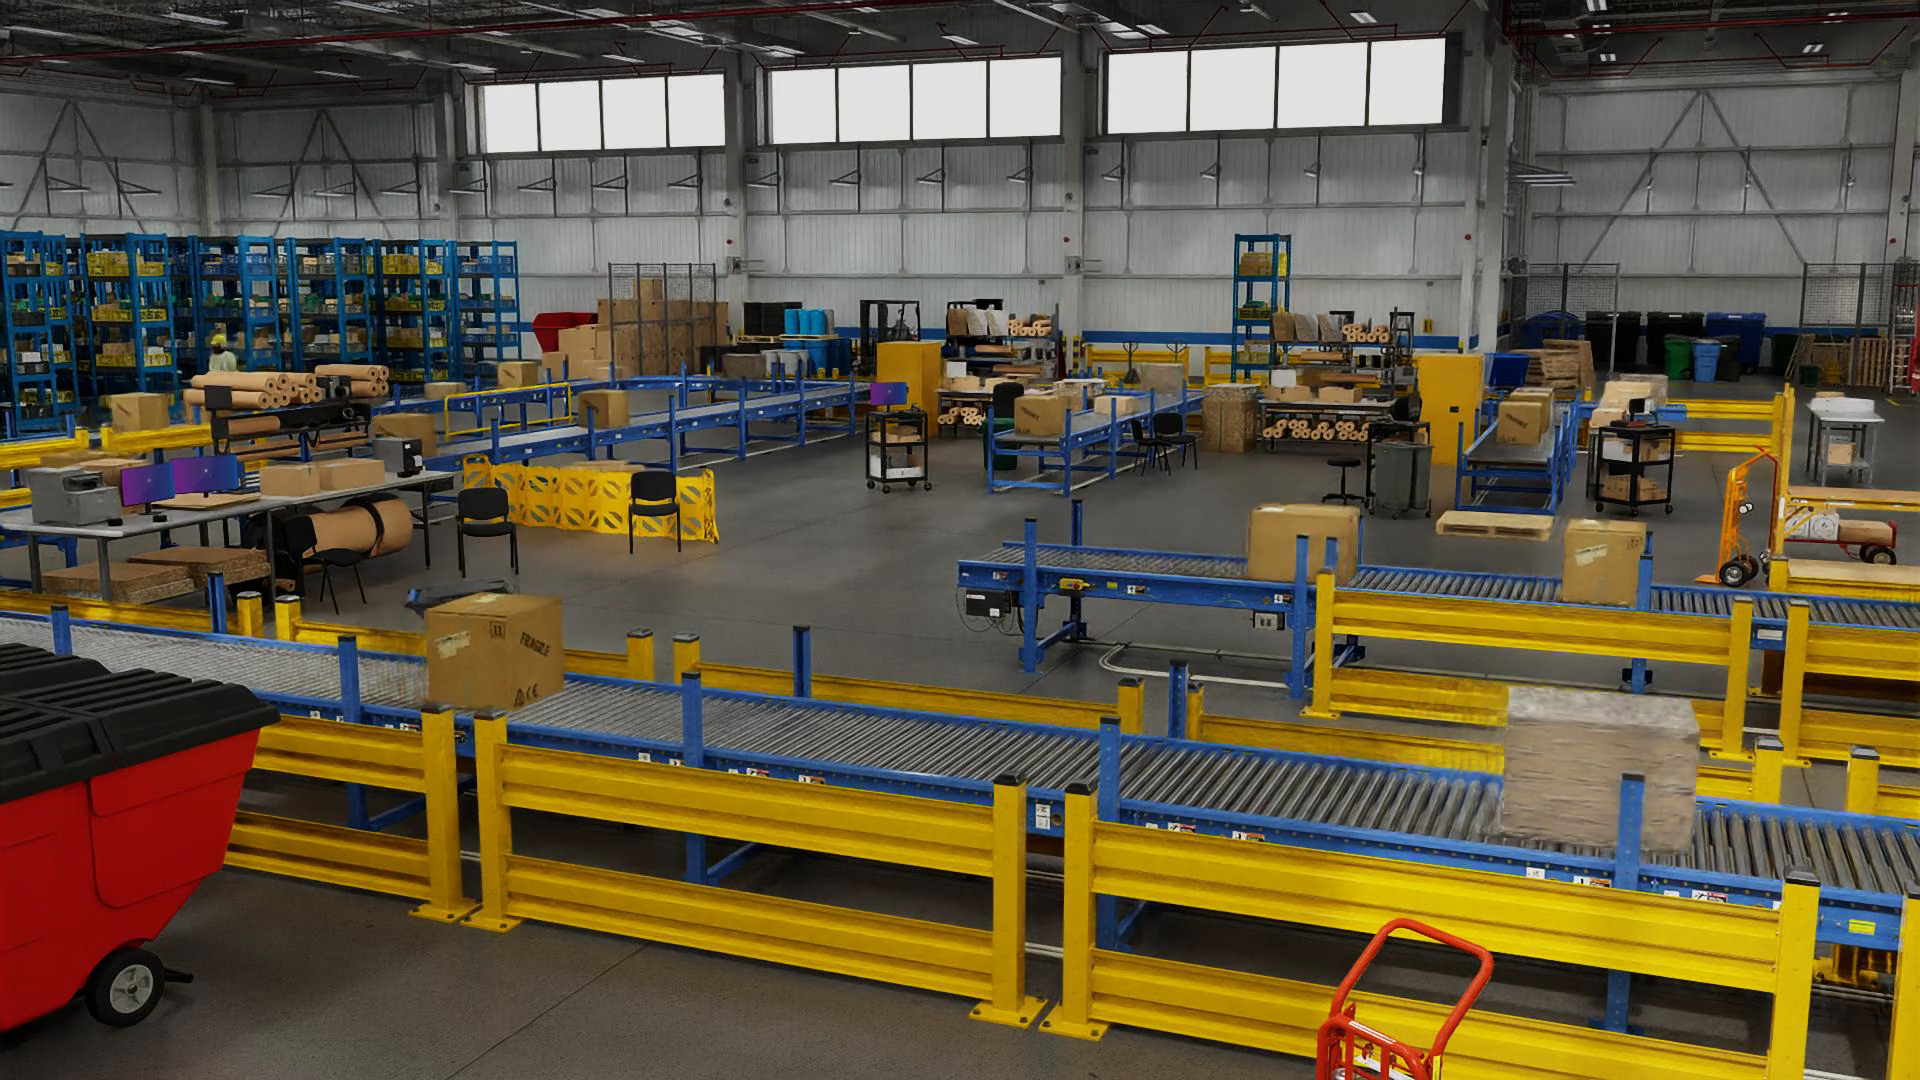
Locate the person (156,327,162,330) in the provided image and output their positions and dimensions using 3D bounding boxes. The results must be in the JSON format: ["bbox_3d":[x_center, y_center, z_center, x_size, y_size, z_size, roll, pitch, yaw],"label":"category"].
[{"bbox_3d":[-17.856,-3.991,37.110,0.578,1.830,0.408,-7,11,-34],"label":"person"}]

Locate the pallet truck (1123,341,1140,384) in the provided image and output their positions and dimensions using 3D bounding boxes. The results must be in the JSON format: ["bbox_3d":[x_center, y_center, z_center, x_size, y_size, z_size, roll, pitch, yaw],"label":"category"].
[{"bbox_3d":[4.445,-4.380,41.279,0.680,1.201,1.601,4,10,22],"label":"pallet truck"}]

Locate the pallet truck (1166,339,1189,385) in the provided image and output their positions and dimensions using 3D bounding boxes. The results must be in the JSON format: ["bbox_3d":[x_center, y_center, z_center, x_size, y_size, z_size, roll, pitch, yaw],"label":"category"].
[{"bbox_3d":[5.418,-4.269,40.420,0.704,1.261,1.522,3,10,20],"label":"pallet truck"}]

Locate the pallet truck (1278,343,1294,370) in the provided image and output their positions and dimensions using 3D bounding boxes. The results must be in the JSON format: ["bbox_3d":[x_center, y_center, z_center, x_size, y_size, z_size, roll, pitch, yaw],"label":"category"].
[{"bbox_3d":[7.886,-4.163,39.743,0.653,1.274,1.630,4,10,22],"label":"pallet truck"}]

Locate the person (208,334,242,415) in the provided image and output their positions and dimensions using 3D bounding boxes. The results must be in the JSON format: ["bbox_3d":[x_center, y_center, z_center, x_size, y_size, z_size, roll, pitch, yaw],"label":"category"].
[{"bbox_3d":[-13.171,-2.778,29.799,0.598,1.816,0.585,5,11,29],"label":"person"}]

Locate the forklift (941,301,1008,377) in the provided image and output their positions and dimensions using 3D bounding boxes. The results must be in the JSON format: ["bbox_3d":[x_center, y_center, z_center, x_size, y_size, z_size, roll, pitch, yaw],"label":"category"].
[{"bbox_3d":[0.365,-4.966,41.571,1.157,1.987,2.680,3,10,20],"label":"forklift"}]

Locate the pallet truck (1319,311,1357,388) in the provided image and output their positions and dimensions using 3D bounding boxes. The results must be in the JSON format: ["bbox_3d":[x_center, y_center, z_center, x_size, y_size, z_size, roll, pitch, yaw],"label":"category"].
[{"bbox_3d":[9.071,-4.419,39.190,0.823,1.965,1.885,5,10,26],"label":"pallet truck"}]

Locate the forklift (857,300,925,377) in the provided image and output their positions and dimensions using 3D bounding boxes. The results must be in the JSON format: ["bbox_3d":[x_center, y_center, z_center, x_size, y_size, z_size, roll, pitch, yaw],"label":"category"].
[{"bbox_3d":[-1.732,-5.109,42.468,1.157,1.987,2.680,4,10,22],"label":"forklift"}]

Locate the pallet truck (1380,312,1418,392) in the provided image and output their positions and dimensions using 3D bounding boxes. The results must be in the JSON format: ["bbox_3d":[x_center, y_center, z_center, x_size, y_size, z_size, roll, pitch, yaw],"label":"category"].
[{"bbox_3d":[10.207,-4.283,38.369,0.823,1.965,1.885,3,10,20],"label":"pallet truck"}]

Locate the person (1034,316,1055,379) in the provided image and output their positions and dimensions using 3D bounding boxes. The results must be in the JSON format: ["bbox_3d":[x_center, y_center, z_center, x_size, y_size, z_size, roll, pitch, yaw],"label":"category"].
[{"bbox_3d":[2.029,-4.189,38.137,0.815,1.876,0.680,-2,10,-13],"label":"person"}]
